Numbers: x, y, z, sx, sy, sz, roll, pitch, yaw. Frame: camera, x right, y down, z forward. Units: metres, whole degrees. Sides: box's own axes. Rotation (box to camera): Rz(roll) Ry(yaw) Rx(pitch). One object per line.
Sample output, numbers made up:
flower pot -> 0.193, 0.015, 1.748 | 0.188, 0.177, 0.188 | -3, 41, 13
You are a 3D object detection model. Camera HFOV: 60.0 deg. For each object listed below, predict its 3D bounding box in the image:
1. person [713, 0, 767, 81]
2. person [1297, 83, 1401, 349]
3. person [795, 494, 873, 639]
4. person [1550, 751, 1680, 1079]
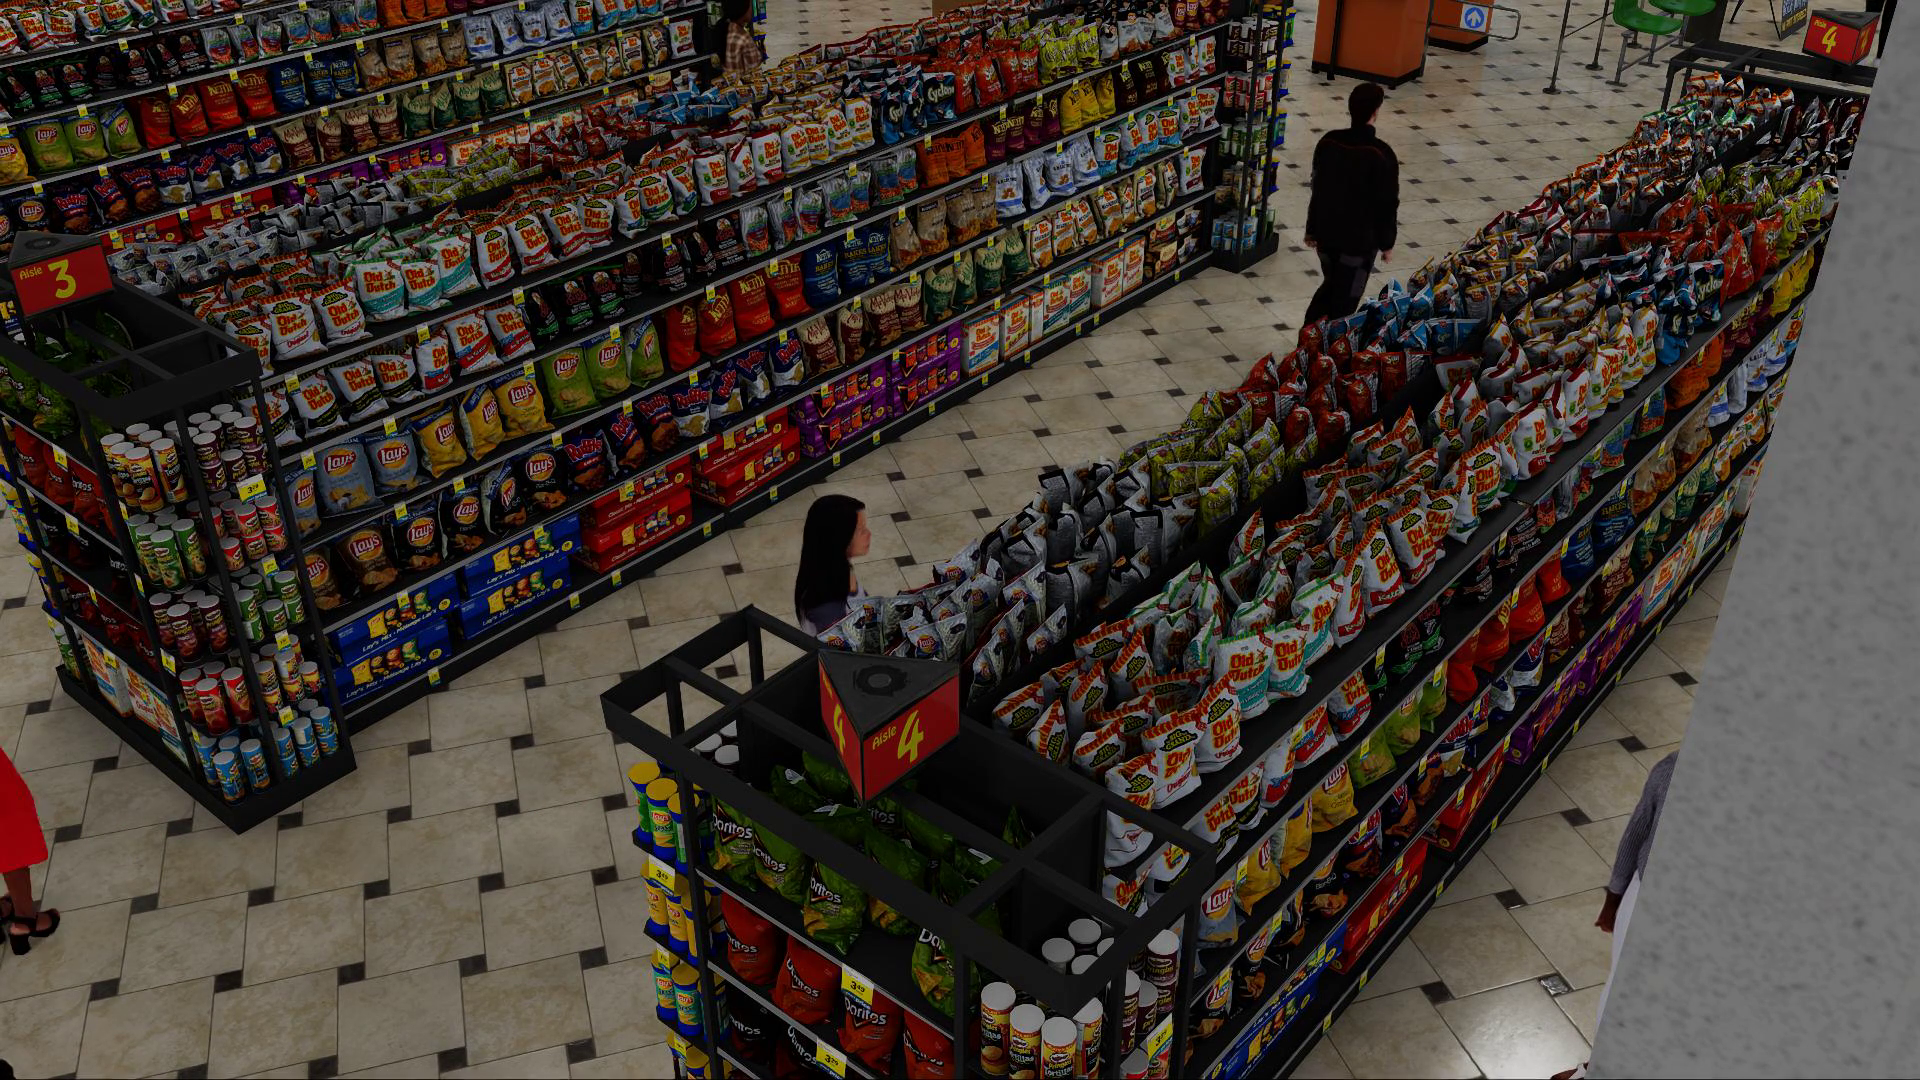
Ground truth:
person -> -1.556, -3.033, 11.921 | 0.622, 1.791, 0.626 | -20, 37, -29
person -> 2.231, -1.760, 9.841 | 0.711, 1.827, 0.765 | -26, 40, -35
person -> -0.451, 0.583, 6.190 | 0.739, 1.707, 0.664 | -1, 32, -2
person -> 2.232, 1.204, 5.175 | 0.590, 1.724, 0.650 | -21, 38, -30
